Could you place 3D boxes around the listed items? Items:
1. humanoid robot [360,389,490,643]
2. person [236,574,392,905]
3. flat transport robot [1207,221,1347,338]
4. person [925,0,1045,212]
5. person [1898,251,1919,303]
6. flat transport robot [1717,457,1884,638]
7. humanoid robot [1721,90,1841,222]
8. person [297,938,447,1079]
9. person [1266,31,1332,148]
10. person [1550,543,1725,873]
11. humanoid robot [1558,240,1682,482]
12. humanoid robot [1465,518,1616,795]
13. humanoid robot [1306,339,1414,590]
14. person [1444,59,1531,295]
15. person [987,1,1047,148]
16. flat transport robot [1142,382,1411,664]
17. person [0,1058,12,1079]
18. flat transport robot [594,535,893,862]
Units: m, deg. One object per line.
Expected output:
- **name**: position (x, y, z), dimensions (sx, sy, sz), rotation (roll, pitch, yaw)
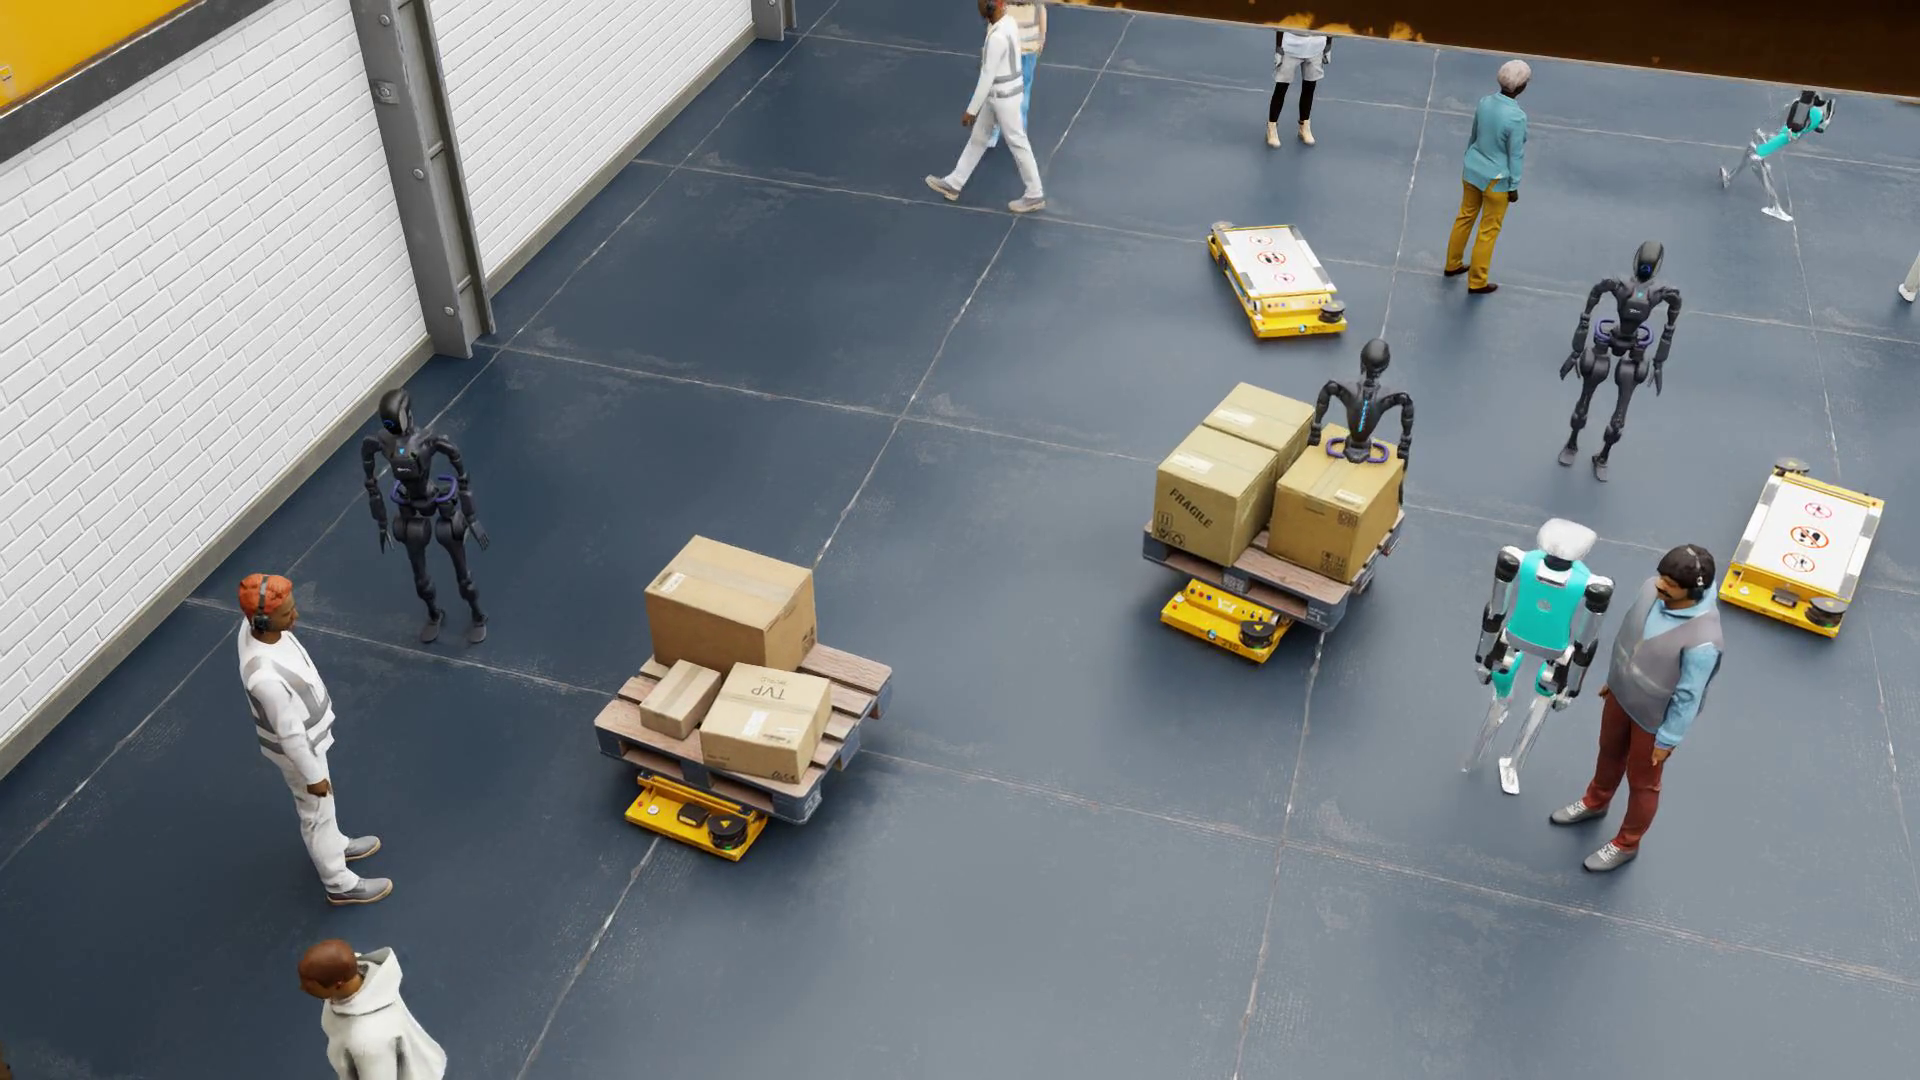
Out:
- **humanoid robot**: position (-2.884, -0.124, 9.031), dimensions (0.608, 1.651, 0.306), rotation (-1, 39, -2)
- **person**: position (-2.990, 0.912, 7.583), dimensions (0.357, 1.883, 0.572), rotation (-15, 41, -17)
- **flat transport robot**: position (2.355, -1.977, 12.464), dimensions (0.659, 0.231, 1.431), rotation (-5, 39, -7)
- **person**: position (0.229, -3.462, 13.065), dimensions (1.007, 1.823, 0.597), rotation (1, 39, 1)
- **person**: position (7.205, -2.432, 11.935), dimensions (0.513, 1.639, 0.309), rotation (15, 41, 18)
- **flat transport robot**: position (5.071, 0.022, 9.977), dimensions (0.659, 0.231, 1.431), rotation (22, 44, 25)
- **humanoid robot**: position (6.476, -3.427, 13.126), dimensions (0.551, 1.803, 0.904), rotation (-25, 45, -28)
- **person**: position (-2.132, 2.058, 6.260), dimensions (0.435, 1.752, 0.555), rotation (-18, 42, -21)
- **person**: position (2.881, -4.128, 14.005), dimensions (0.532, 1.691, 0.322), rotation (-5, 39, -7)
- **person**: position (3.222, 0.770, 7.770), dimensions (0.413, 1.872, 0.535), rotation (-9, 40, -12)
- **humanoid robot**: position (4.067, -1.140, 10.302), dimensions (0.611, 1.646, 0.380), rotation (10, 40, 13)
- **humanoid robot**: position (2.838, 0.563, 8.183), dimensions (0.534, 1.850, 0.677), rotation (21, 43, 24)
- **humanoid robot**: position (2.218, -0.379, 9.376), dimensions (0.613, 1.662, 0.417), rotation (10, 40, 12)
- **person**: position (3.865, -2.637, 12.108), dimensions (0.343, 1.750, 0.527), rotation (-17, 42, -20)
- **person**: position (0.454, -4.164, 14.047), dimensions (0.573, 1.687, 0.422), rotation (-6, 39, -8)
- **flat transport robot**: position (1.813, 0.148, 9.820), dimensions (0.659, 0.231, 1.431), rotation (23, 44, 26)
- **person**: position (-3.921, 1.993, 6.274), dimensions (0.597, 1.829, 0.450), rotation (-3, 39, -3)
- **flat transport robot**: position (-1.088, 1.036, 8.716), dimensions (0.659, 0.231, 1.431), rotation (16, 42, 19)
